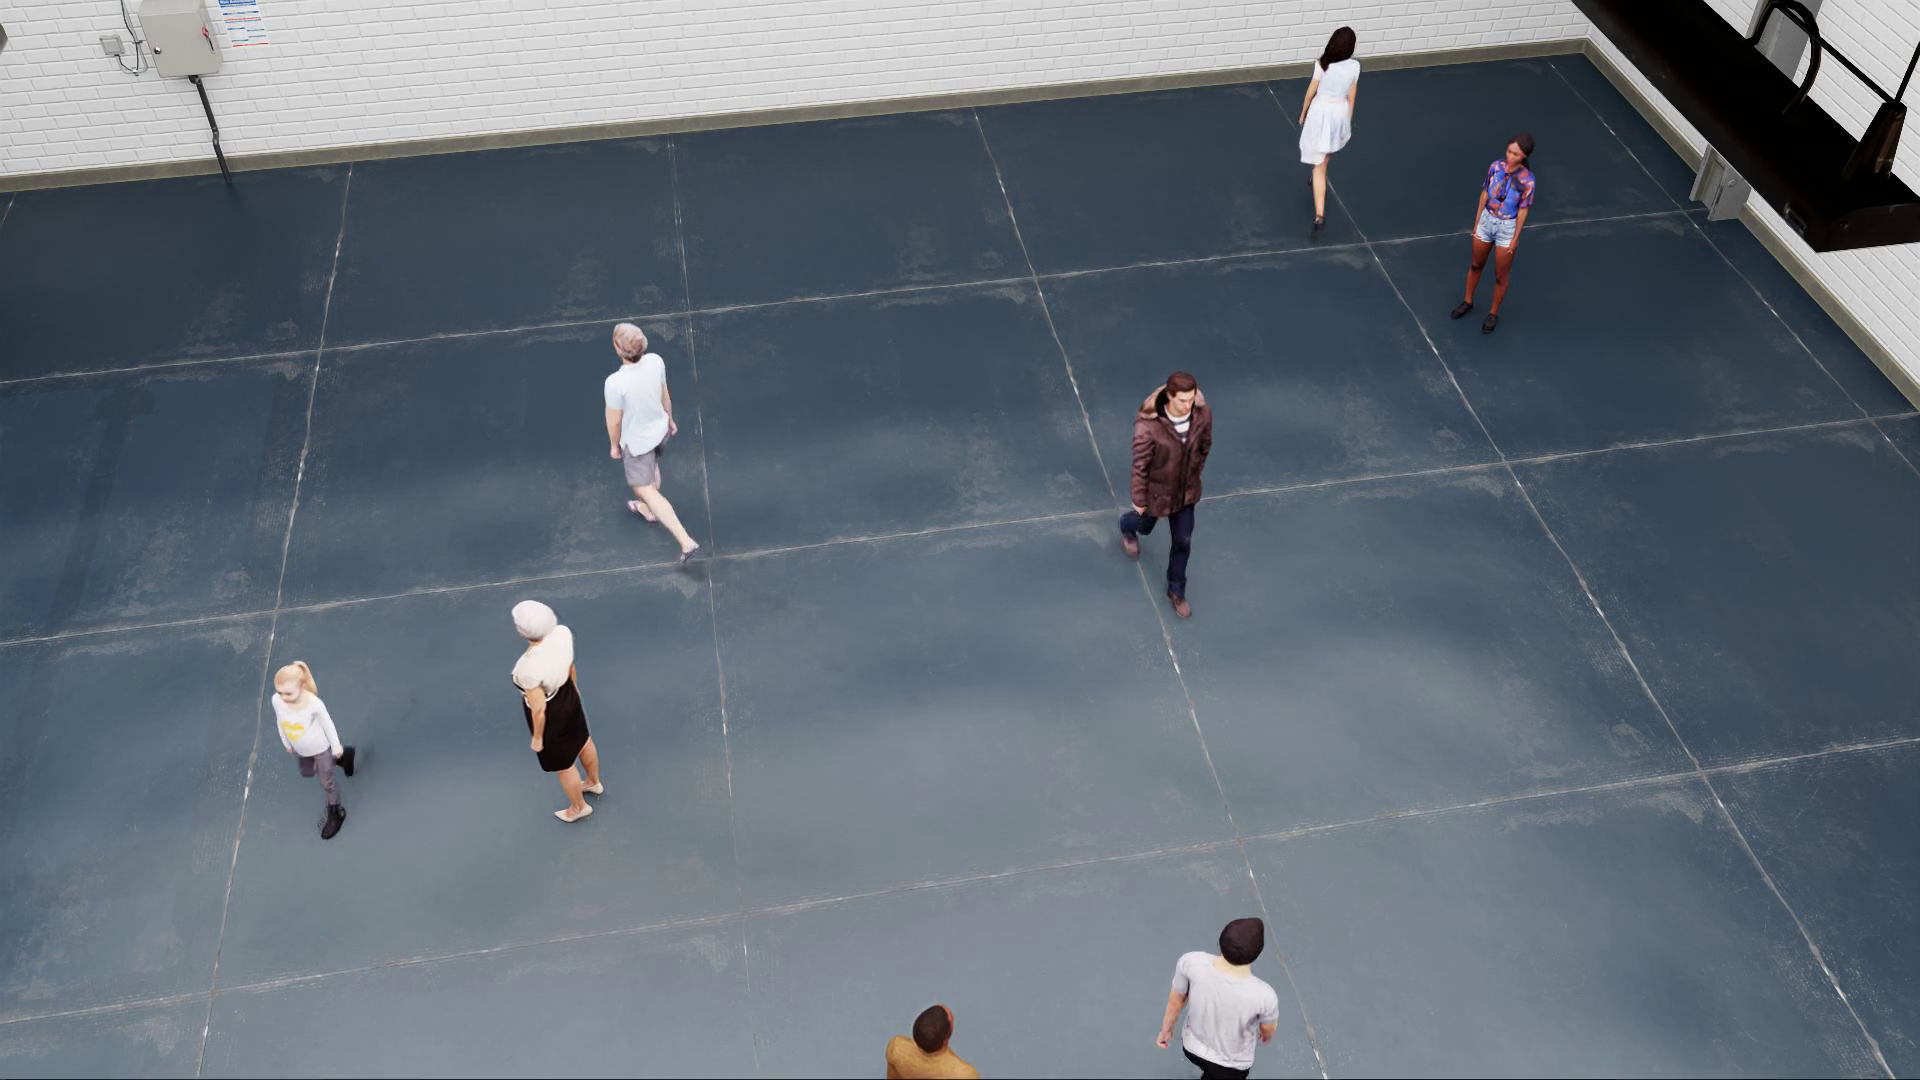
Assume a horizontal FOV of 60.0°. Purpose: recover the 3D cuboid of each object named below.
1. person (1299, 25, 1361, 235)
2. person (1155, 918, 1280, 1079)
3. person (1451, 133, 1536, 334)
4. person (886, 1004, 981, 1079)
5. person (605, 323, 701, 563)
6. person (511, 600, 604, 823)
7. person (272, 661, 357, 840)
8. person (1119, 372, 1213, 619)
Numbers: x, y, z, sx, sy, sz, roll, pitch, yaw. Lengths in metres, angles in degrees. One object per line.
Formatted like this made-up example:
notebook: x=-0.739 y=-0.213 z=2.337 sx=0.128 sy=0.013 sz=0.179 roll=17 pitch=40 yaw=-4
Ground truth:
person: x=3.163 y=-3.495 z=14.328 sx=0.739 sy=1.760 sz=1.225 roll=-2 pitch=44 yaw=-2
person: x=1.187 y=2.513 z=7.981 sx=1.213 sy=1.817 sz=1.248 roll=26 pitch=49 yaw=25
person: x=4.297 y=-2.468 z=13.264 sx=0.644 sy=1.741 sz=0.730 roll=33 pitch=53 yaw=30
person: x=-0.115 y=2.703 z=7.782 sx=0.714 sy=1.817 sz=0.725 roll=15 pitch=46 yaw=15
person: x=-2.091 y=-0.644 z=11.305 sx=1.226 sy=1.802 sz=1.101 roll=31 pitch=52 yaw=28
person: x=-2.323 y=1.005 z=9.609 sx=0.775 sy=1.754 sz=0.649 roll=14 pitch=45 yaw=15
person: x=-3.791 y=1.158 z=9.802 sx=0.682 sy=1.267 sz=0.849 roll=10 pitch=44 yaw=10
person: x=1.328 y=-0.402 z=11.044 sx=0.884 sy=1.812 sz=1.219 roll=-14 pitch=45 yaw=-14
